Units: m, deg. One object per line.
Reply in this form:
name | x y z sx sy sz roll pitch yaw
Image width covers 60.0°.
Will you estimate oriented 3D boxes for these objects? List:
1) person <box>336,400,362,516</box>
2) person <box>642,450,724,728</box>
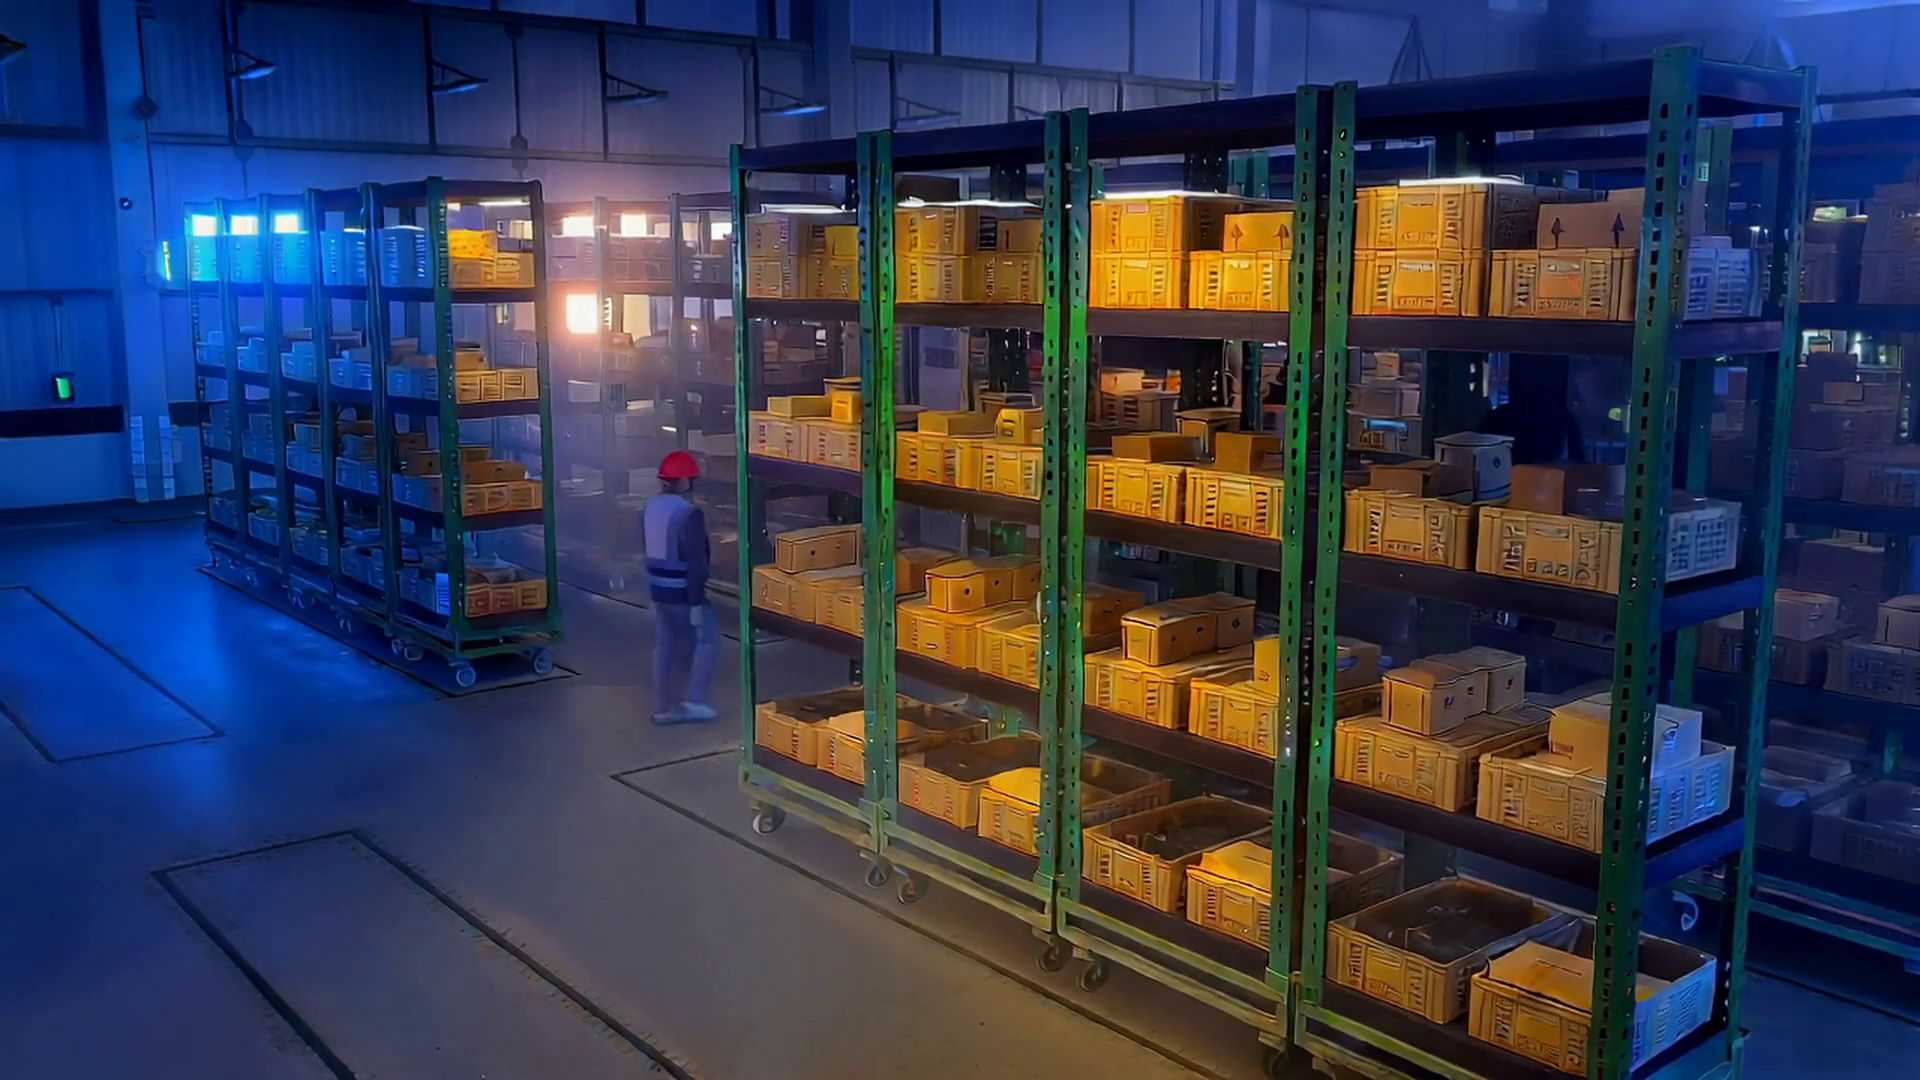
person | -6.163 -0.687 16.845 0.394 1.841 0.563 -2 10 -13
person | -1.799 0.322 10.838 0.557 1.811 0.617 -9 13 -43
